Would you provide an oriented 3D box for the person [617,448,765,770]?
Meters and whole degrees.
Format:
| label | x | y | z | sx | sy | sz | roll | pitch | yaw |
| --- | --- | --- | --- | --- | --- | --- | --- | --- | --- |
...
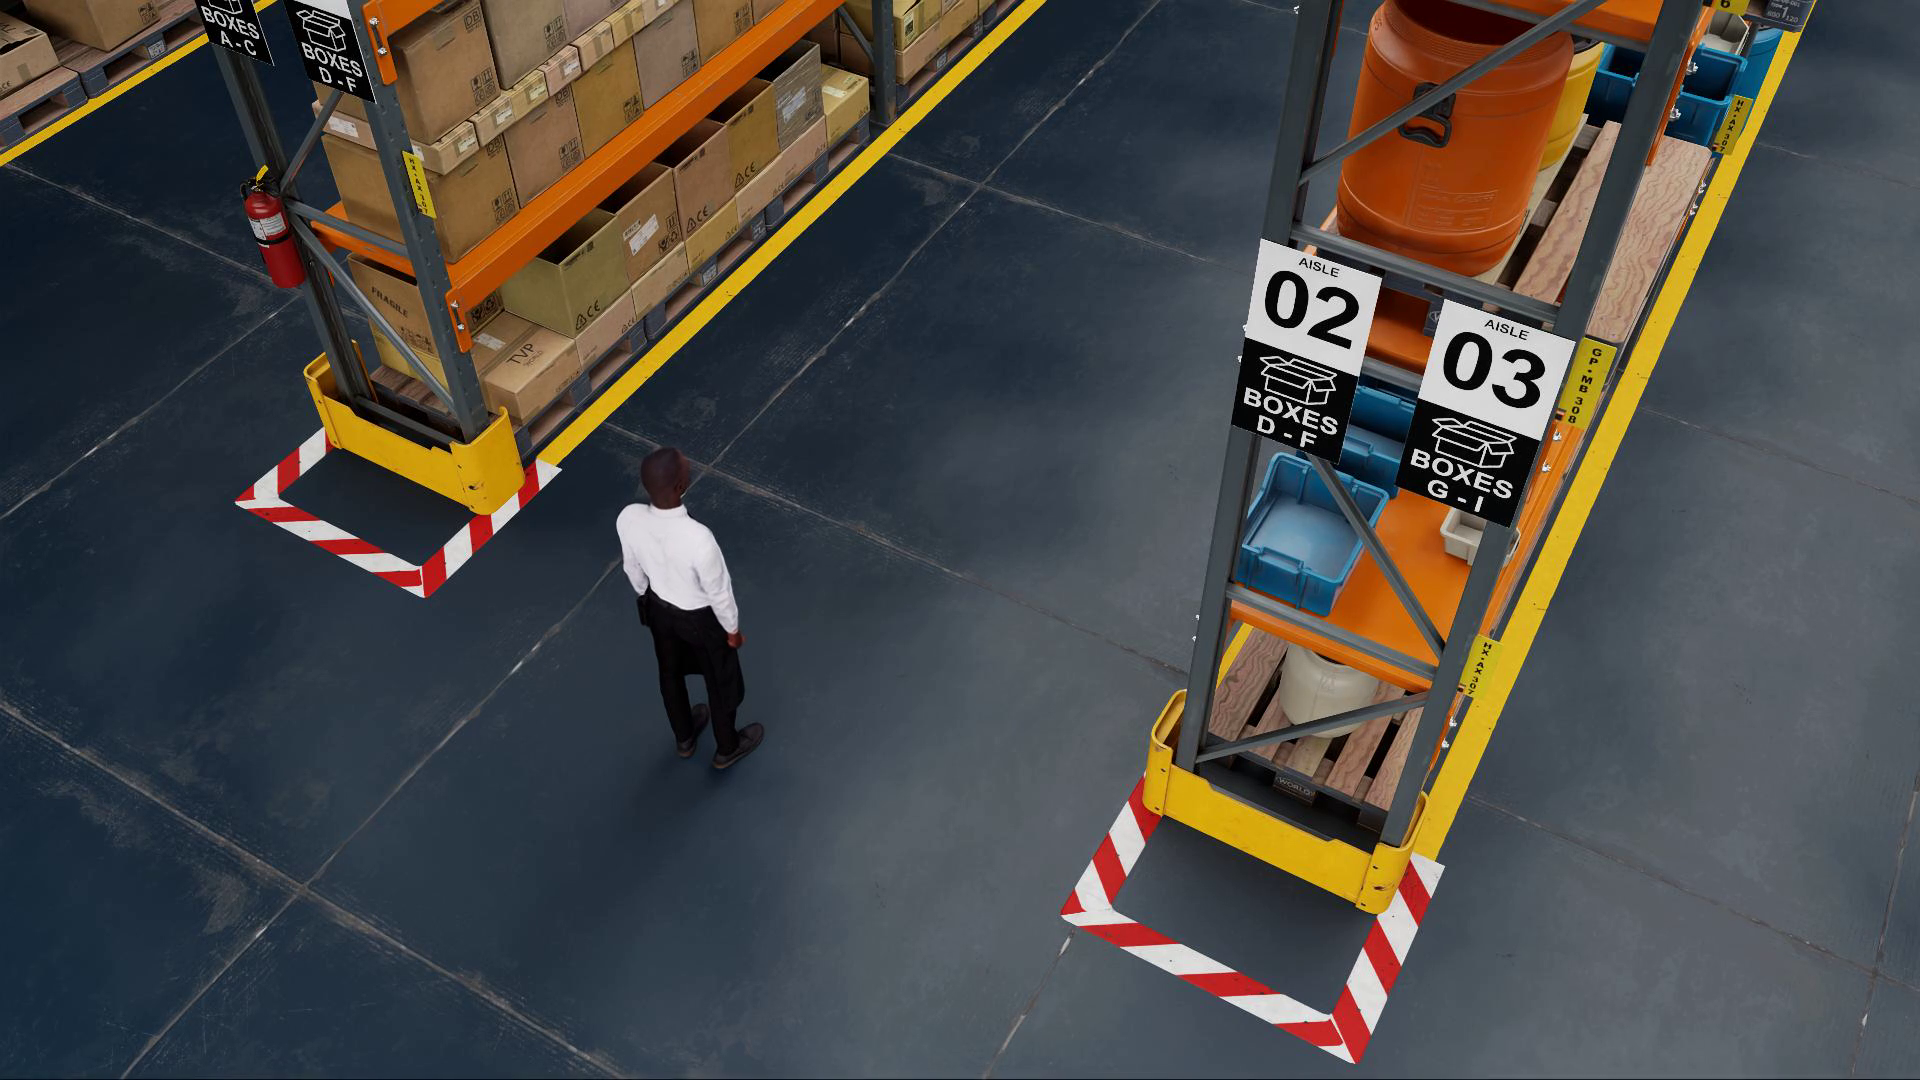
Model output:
| label | x | y | z | sx | sy | sz | roll | pitch | yaw |
| --- | --- | --- | --- | --- | --- | --- | --- | --- | --- |
| person | -1.164 | 0.324 | 7.084 | 0.655 | 1.837 | 0.557 | 18 | 50 | 16 |
